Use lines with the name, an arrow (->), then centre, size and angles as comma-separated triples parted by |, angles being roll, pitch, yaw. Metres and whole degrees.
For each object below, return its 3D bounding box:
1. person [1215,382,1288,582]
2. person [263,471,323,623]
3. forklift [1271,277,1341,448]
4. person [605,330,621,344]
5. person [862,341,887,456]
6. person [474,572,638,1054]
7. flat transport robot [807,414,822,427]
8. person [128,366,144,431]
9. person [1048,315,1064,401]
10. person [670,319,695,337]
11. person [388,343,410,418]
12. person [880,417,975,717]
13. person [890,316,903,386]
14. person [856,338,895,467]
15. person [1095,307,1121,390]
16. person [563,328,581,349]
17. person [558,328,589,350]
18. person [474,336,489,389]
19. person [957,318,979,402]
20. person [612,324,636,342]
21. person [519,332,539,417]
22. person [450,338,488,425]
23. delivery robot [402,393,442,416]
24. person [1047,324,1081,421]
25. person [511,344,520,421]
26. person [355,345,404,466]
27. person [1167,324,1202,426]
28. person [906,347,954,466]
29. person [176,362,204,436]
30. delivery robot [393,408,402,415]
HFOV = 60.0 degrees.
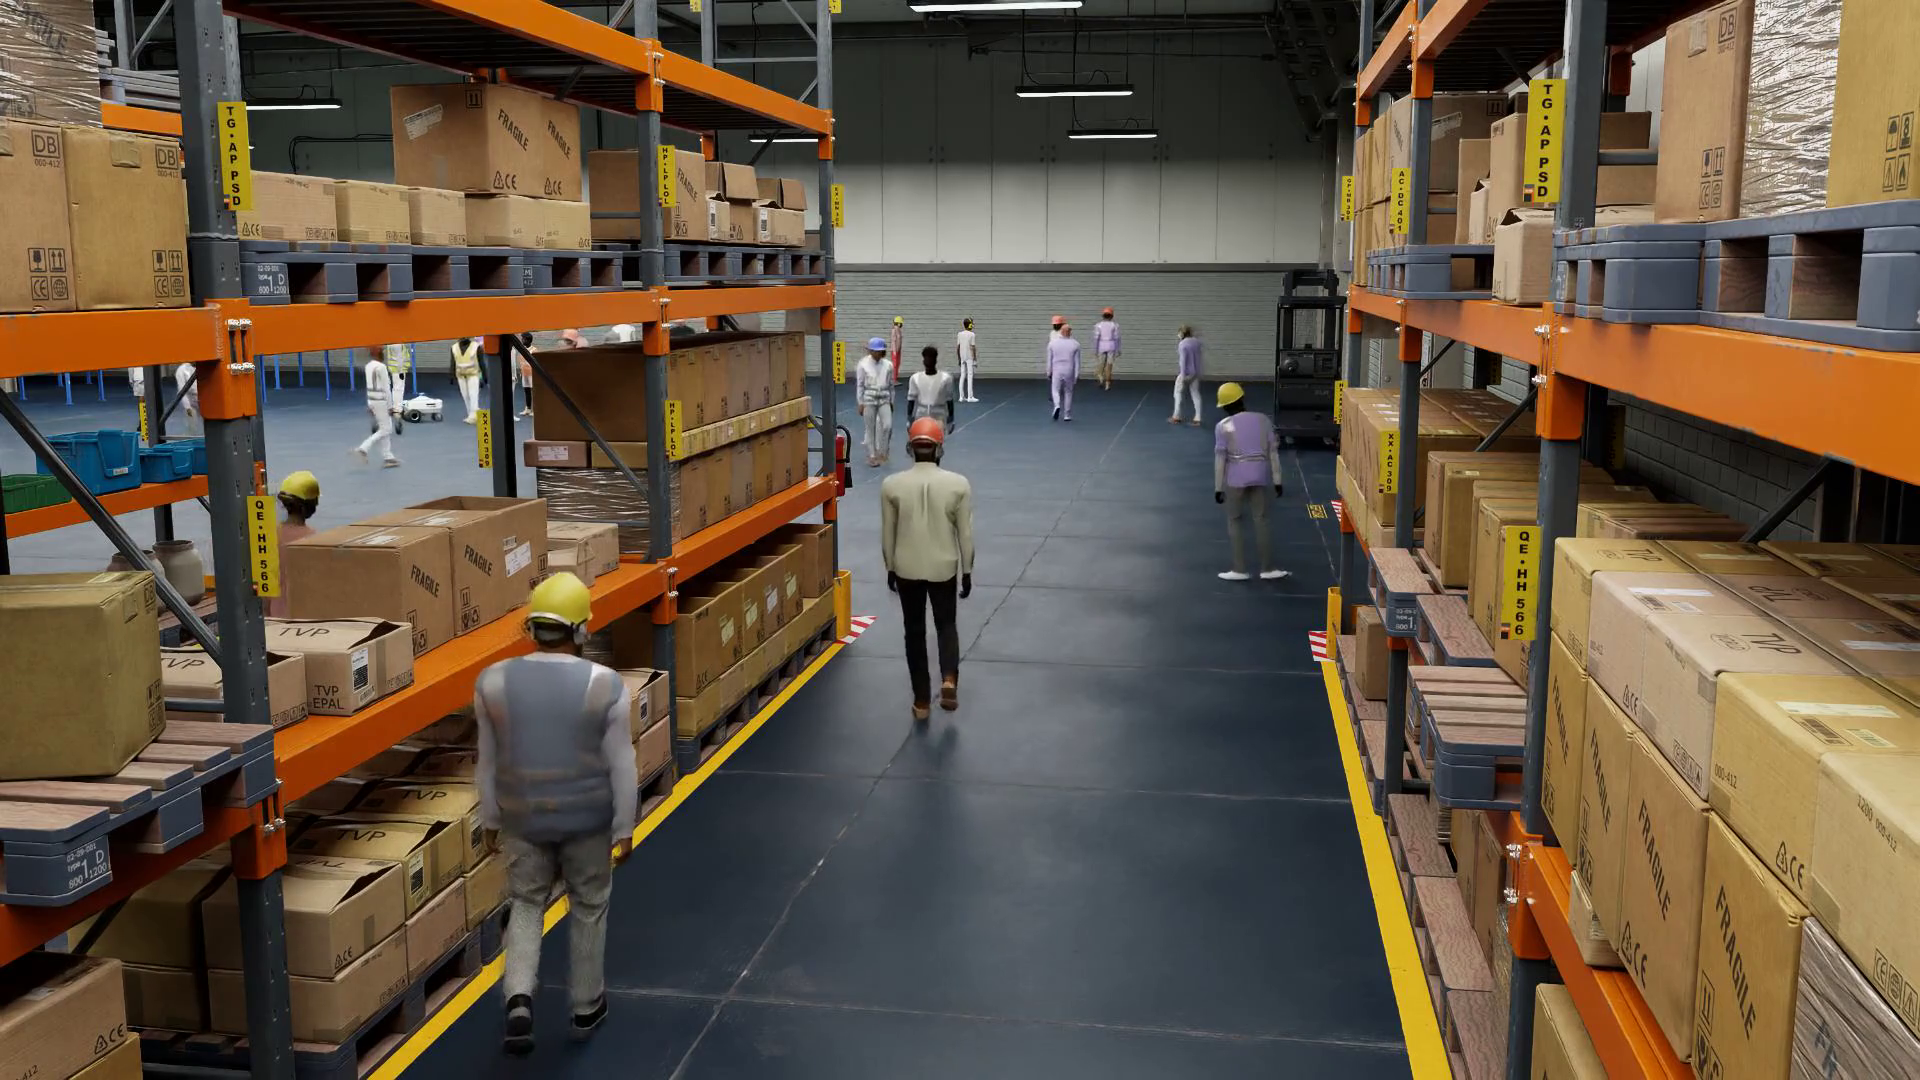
person -> 2.758, -0.551, 15.736 | 0.761, 1.878, 0.405 | -2, 9, -14
person -> -3.925, 0.467, 9.829 | 0.531, 1.746, 0.579 | 2, 9, 11
forklift -> 5.847, -3.016, 27.970 | 1.129, 2.768, 1.873 | 1, 9, 9
person -> -5.321, -2.217, 25.620 | 0.692, 2.000, 0.672 | -6, 11, -31
person -> -1.308, -2.253, 26.379 | 0.445, 1.824, 0.652 | -5, 10, -28
person -> -1.491, 1.025, 6.171 | 0.607, 1.818, 0.611 | 0, 9, 1
flat transport robot -> -3.319, -2.210, 31.020 | 1.431, 0.197, 0.652 | -5, 10, -27
person -> -14.950, -2.972, 30.464 | 0.552, 1.935, 0.374 | -8, 12, -39
person -> 2.202, -4.097, 37.427 | 0.503, 1.925, 0.575 | -7, 11, -35
person -> -6.494, -4.354, 39.003 | 0.667, 1.946, 0.971 | -2, 9, -11
person -> -11.233, -3.380, 33.326 | 0.430, 1.835, 0.623 | -4, 10, -24
person -> -0.215, 0.187, 10.893 | 0.612, 1.973, 0.517 | -1, 9, -3
person -> -1.598, -4.824, 42.450 | 0.349, 1.758, 0.521 | 3, 10, 16
person -> -1.234, -2.044, 24.770 | 0.632, 1.923, 0.643 | -3, 10, -20
person -> 3.634, -4.690, 40.796 | 0.616, 2.026, 0.461 | 4, 10, 21
person -> -6.591, -2.553, 27.816 | 0.623, 1.967, 0.809 | 7, 12, 37
person -> -7.758, -3.431, 33.514 | 0.662, 1.864, 0.951 | 0, 9, 1
person -> -11.711, -4.640, 41.103 | 0.561, 1.831, 0.444 | -2, 9, -9
person -> 0.164, -4.025, 37.171 | 0.516, 1.871, 0.325 | 7, 12, 39
person -> -8.099, -4.505, 39.968 | 0.640, 1.930, 0.443 | -5, 11, -29
person -> -8.655, -3.328, 33.414 | 0.531, 1.692, 0.320 | 7, 12, 38
person -> -9.389, -3.102, 31.726 | 0.690, 1.789, 0.788 | 1, 9, 8
delivery robot -> -10.467, -2.620, 32.386 | 0.707, 0.478, 0.477 | -6, 11, -34
person -> 2.009, -3.245, 32.312 | 0.677, 1.888, 0.604 | 1, 9, 5
person -> -8.762, -3.171, 32.308 | 0.312, 1.737, 0.483 | 4, 10, 22
person -> -8.671, -2.009, 24.728 | 0.689, 1.870, 0.594 | -8, 12, -40
person -> 4.251, -3.119, 31.464 | 0.666, 1.897, 0.862 | -9, 13, -43
person -> -0.393, -1.645, 22.385 | 0.617, 1.914, 1.016 | 2, 9, 13
person -> -11.535, -2.057, 25.270 | 0.798, 1.792, 0.608 | 7, 11, 36
delivery robot -> -10.327, -2.374, 30.071 | 0.335, 0.223, 0.698 | -1, 9, -5
